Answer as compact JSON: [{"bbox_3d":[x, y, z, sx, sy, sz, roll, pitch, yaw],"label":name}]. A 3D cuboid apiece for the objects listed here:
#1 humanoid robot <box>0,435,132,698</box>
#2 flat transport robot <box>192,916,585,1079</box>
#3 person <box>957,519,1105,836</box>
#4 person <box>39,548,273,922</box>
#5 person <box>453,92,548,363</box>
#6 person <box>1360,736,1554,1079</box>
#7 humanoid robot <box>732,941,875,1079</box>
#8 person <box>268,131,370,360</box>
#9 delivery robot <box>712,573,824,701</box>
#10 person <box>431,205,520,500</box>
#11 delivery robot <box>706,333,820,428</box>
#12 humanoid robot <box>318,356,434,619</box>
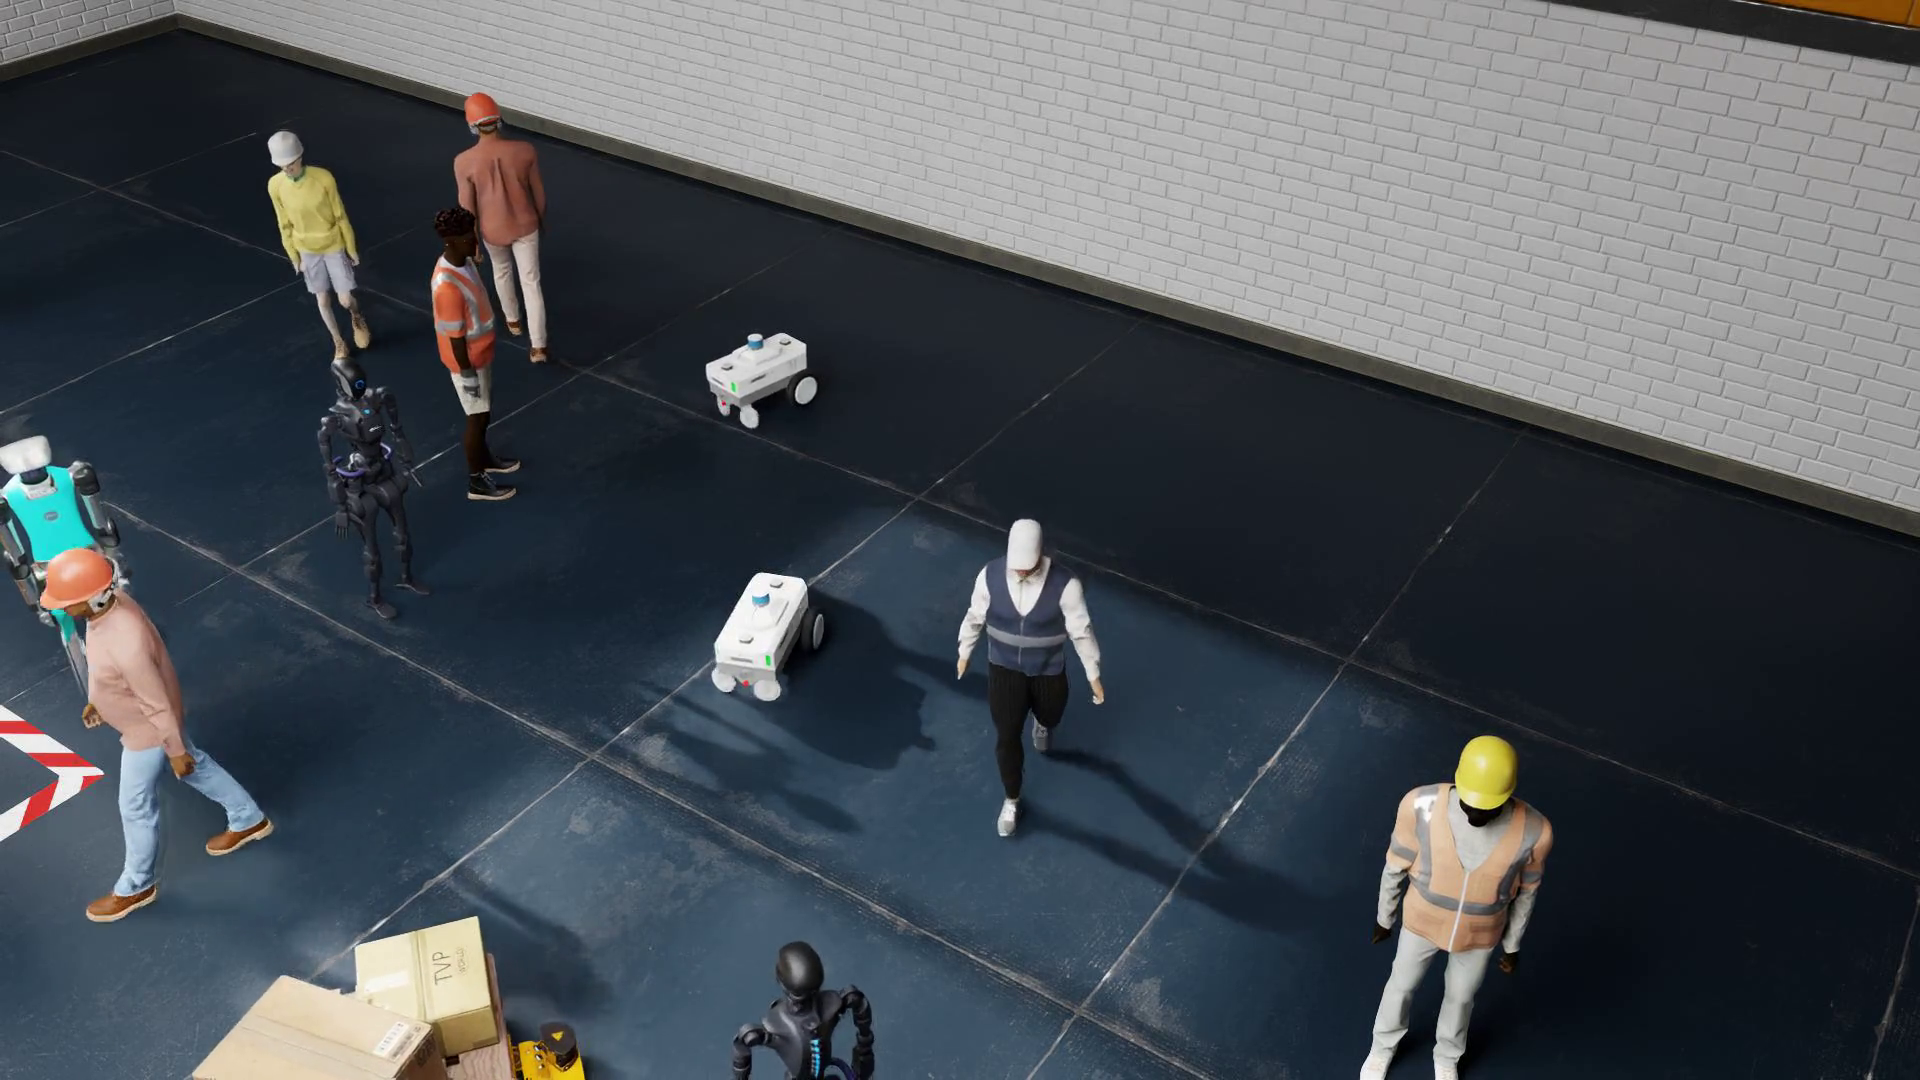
[{"bbox_3d":[-4.691,0.206,8.786,0.542,1.896,0.744,-23,41,-29],"label":"humanoid robot"},{"bbox_3d":[-2.236,2.444,6.771,1.431,0.231,0.659,-11,37,-16],"label":"flat transport robot"},{"bbox_3d":[0.351,0.568,8.175,0.741,1.733,0.770,4,35,6],"label":"person"},{"bbox_3d":[-3.764,0.835,7.615,0.910,1.949,0.619,-19,39,-24],"label":"person"},{"bbox_3d":[-3.264,-2.258,12.031,0.615,1.950,1.004,-10,36,-14],"label":"person"},{"bbox_3d":[1.962,1.525,6.638,0.592,1.925,0.364,9,36,13],"label":"person"},{"bbox_3d":[-0.580,2.071,6.074,0.609,1.655,0.344,-18,39,-24],"label":"humanoid robot"},{"bbox_3d":[-4.562,-2.073,11.850,0.490,1.849,0.553,-6,35,-8],"label":"person"},{"bbox_3d":[-1.099,0.506,9.295,0.520,0.599,0.771,8,36,11],"label":"delivery robot"},{"bbox_3d":[-3.081,-1.186,10.488,0.375,1.955,0.603,-5,35,-7],"label":"person"},{"bbox_3d":[-1.387,-1.164,11.684,0.773,0.602,0.523,-29,44,-35],"label":"delivery robot"},{"bbox_3d":[-3.344,-0.320,9.487,0.304,1.652,0.616,20,40,26],"label":"humanoid robot"}]
